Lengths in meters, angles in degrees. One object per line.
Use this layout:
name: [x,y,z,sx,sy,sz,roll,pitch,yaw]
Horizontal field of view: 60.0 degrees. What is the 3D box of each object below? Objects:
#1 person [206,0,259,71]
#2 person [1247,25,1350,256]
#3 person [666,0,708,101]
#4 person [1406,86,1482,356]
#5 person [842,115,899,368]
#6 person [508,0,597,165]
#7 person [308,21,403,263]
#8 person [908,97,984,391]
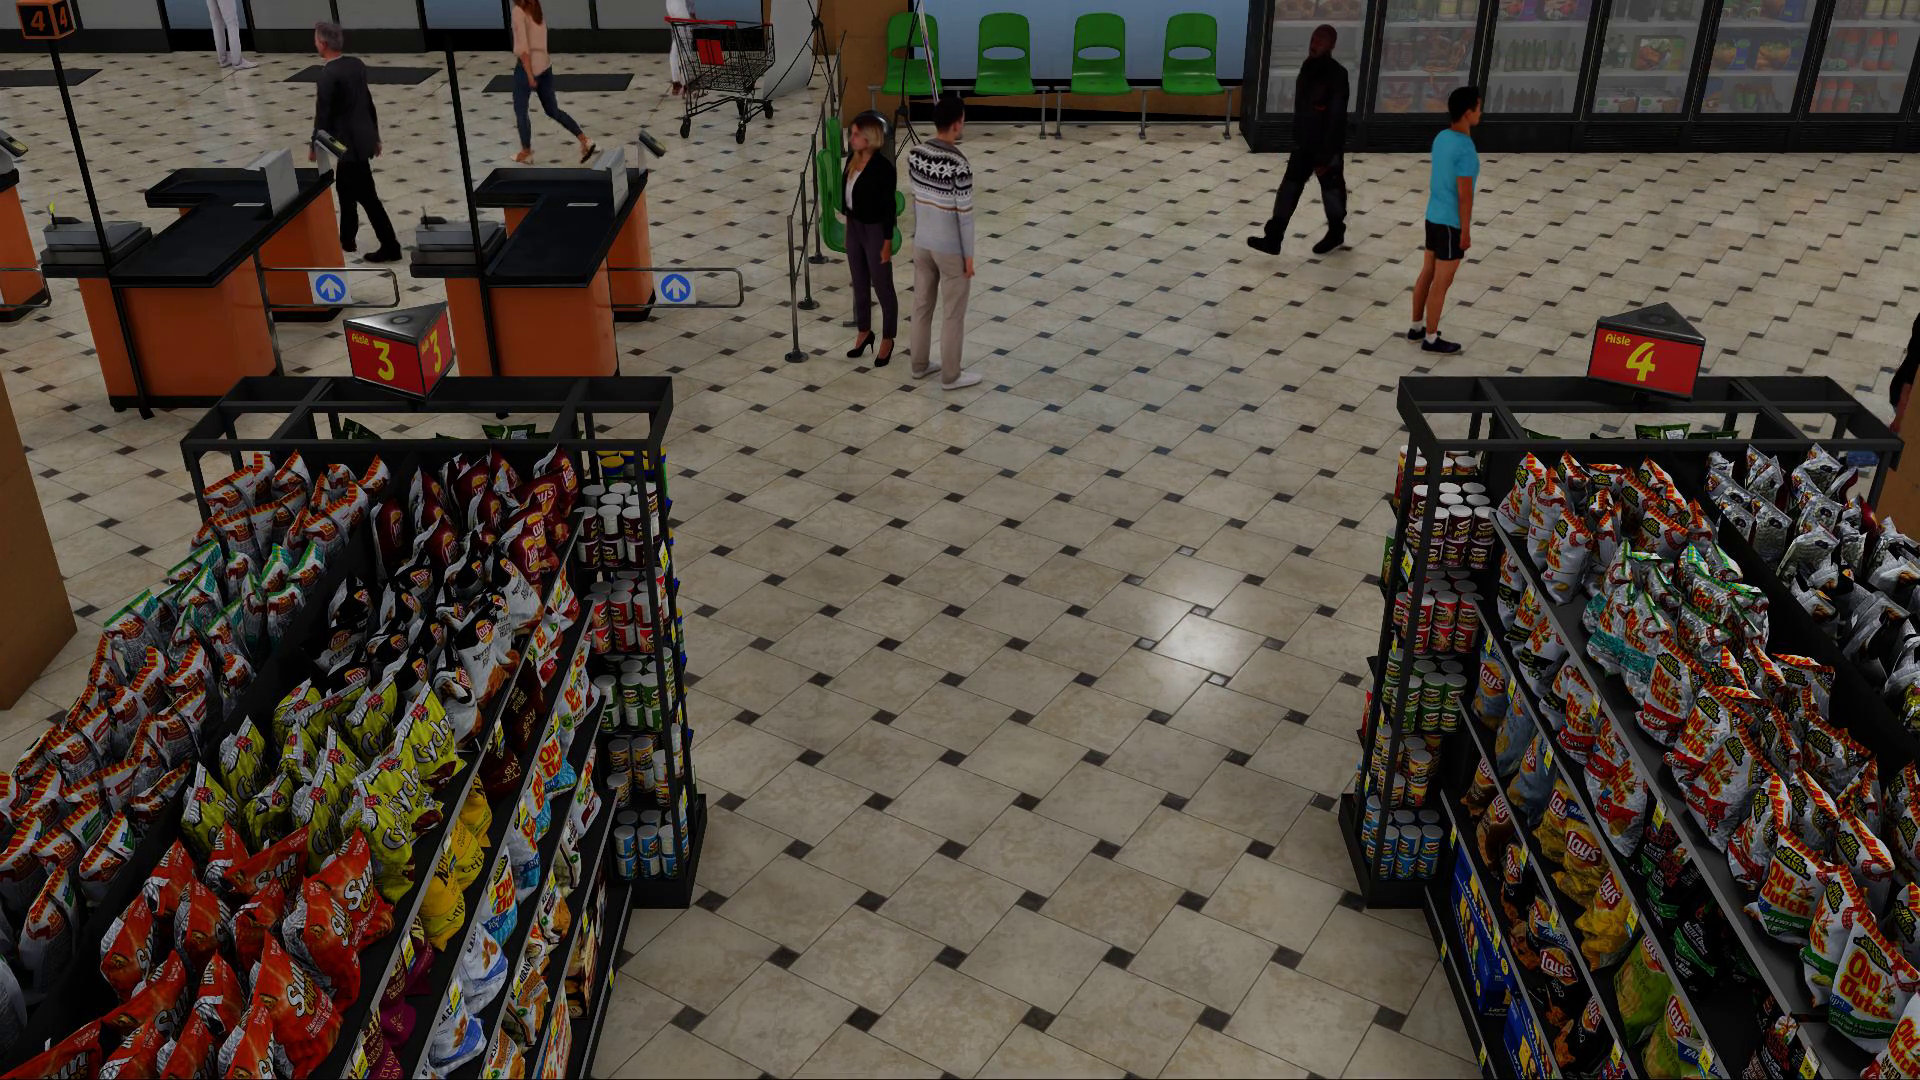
person: [-8.245,-6.195,18.424,0.740,1.888,0.737,15,32,26]
person: [2.831,-3.053,12.777,1.208,1.785,1.245,-18,33,-30]
person: [-2.911,-5.500,17.323,0.730,1.724,0.629,-19,34,-31]
person: [3.239,-2.124,11.088,0.712,1.774,0.503,-5,29,-9]
person: [-0.580,-1.961,10.901,0.734,1.667,0.673,-25,37,-38]
person: [-3.730,-4.196,14.902,0.931,1.755,1.127,12,31,20]
person: [-4.538,-2.988,12.633,0.791,1.808,0.890,2,29,3]
person: [-0.120,-1.869,10.535,0.744,1.855,0.790,23,36,36]
